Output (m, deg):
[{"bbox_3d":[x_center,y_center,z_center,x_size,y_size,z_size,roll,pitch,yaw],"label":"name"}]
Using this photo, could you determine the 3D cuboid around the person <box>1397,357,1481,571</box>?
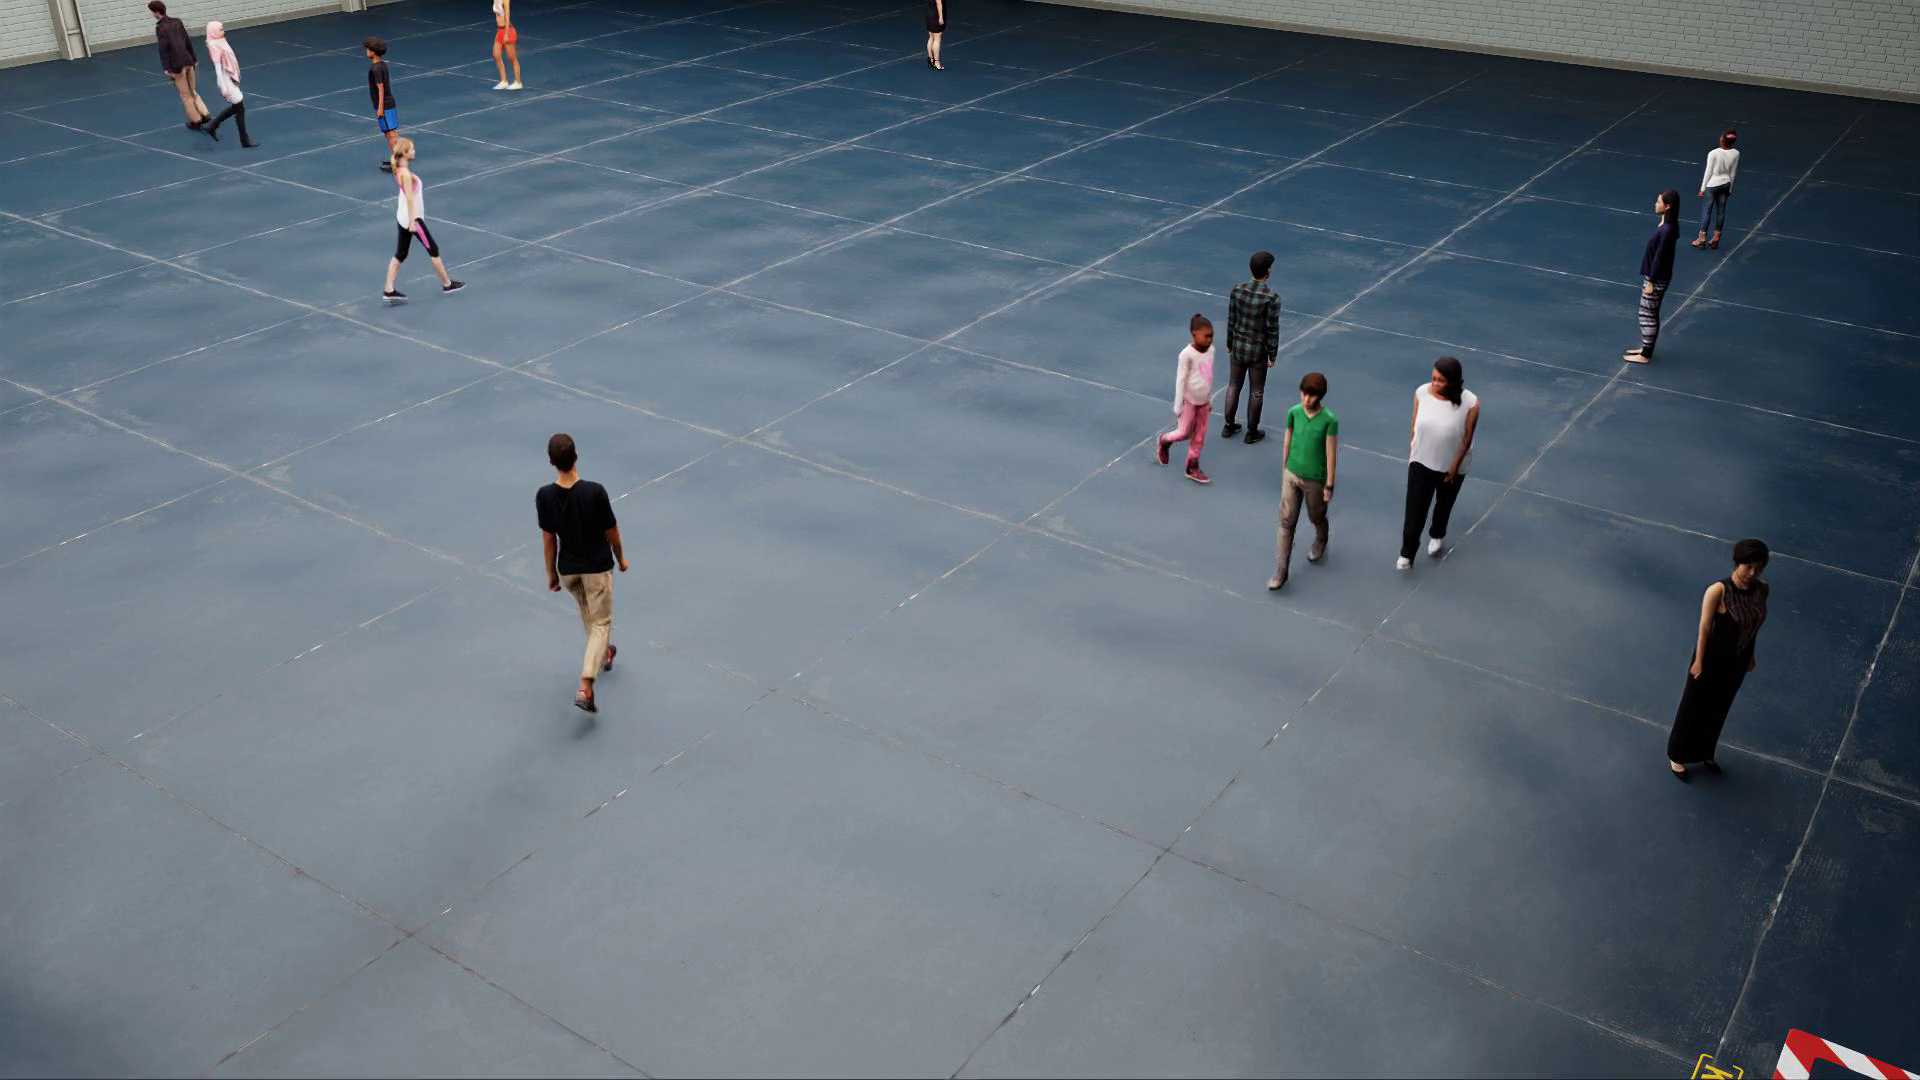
[{"bbox_3d":[3.631,-0.608,12.512,0.716,1.651,1.067,14,30,26],"label":"person"}]

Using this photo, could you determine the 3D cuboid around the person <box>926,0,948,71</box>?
[{"bbox_3d":[-0.425,-9.052,28.839,0.781,1.717,0.766,-11,29,-21],"label":"person"}]

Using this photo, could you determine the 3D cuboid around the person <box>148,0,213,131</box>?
[{"bbox_3d":[-11.531,-7.030,24.718,0.856,1.894,0.699,16,31,28],"label":"person"}]

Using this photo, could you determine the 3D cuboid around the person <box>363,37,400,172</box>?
[{"bbox_3d":[-7.872,-5.964,22.754,0.759,1.797,0.690,-3,27,-6],"label":"person"}]

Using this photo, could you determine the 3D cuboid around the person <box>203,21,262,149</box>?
[{"bbox_3d":[-10.556,-6.491,23.788,1.073,1.787,0.991,-6,28,-11],"label":"person"}]

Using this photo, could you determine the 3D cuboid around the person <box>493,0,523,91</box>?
[{"bbox_3d":[-7.382,-8.304,27.319,0.769,1.778,0.680,-24,36,-38],"label":"person"}]

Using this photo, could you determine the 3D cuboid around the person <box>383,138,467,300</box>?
[{"bbox_3d":[-5.976,-3.389,17.813,1.219,1.742,0.890,-17,32,-30],"label":"person"}]

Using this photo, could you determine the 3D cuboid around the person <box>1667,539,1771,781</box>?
[{"bbox_3d":[4.589,0.705,10.017,0.649,1.601,0.729,-7,28,-14],"label":"person"}]

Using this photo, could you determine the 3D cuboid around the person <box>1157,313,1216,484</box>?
[{"bbox_3d":[1.913,-1.207,13.911,0.817,1.435,0.760,-18,32,-30],"label":"person"}]

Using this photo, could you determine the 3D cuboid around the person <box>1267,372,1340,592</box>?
[{"bbox_3d":[2.605,-0.485,12.303,0.602,1.625,1.088,16,31,29],"label":"person"}]

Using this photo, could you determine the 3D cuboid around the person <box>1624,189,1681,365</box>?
[{"bbox_3d":[6.825,-2.583,16.257,0.687,1.733,0.497,13,30,23],"label":"person"}]

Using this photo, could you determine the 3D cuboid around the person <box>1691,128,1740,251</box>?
[{"bbox_3d":[8.942,-4.164,19.638,0.596,1.451,0.636,-1,27,-2],"label":"person"}]

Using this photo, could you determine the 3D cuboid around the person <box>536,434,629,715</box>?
[{"bbox_3d":[-2.420,0.245,10.677,1.047,1.814,1.291,4,27,7],"label":"person"}]

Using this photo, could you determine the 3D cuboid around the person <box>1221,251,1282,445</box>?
[{"bbox_3d":[2.530,-1.700,14.573,0.653,1.709,0.501,17,32,30],"label":"person"}]
